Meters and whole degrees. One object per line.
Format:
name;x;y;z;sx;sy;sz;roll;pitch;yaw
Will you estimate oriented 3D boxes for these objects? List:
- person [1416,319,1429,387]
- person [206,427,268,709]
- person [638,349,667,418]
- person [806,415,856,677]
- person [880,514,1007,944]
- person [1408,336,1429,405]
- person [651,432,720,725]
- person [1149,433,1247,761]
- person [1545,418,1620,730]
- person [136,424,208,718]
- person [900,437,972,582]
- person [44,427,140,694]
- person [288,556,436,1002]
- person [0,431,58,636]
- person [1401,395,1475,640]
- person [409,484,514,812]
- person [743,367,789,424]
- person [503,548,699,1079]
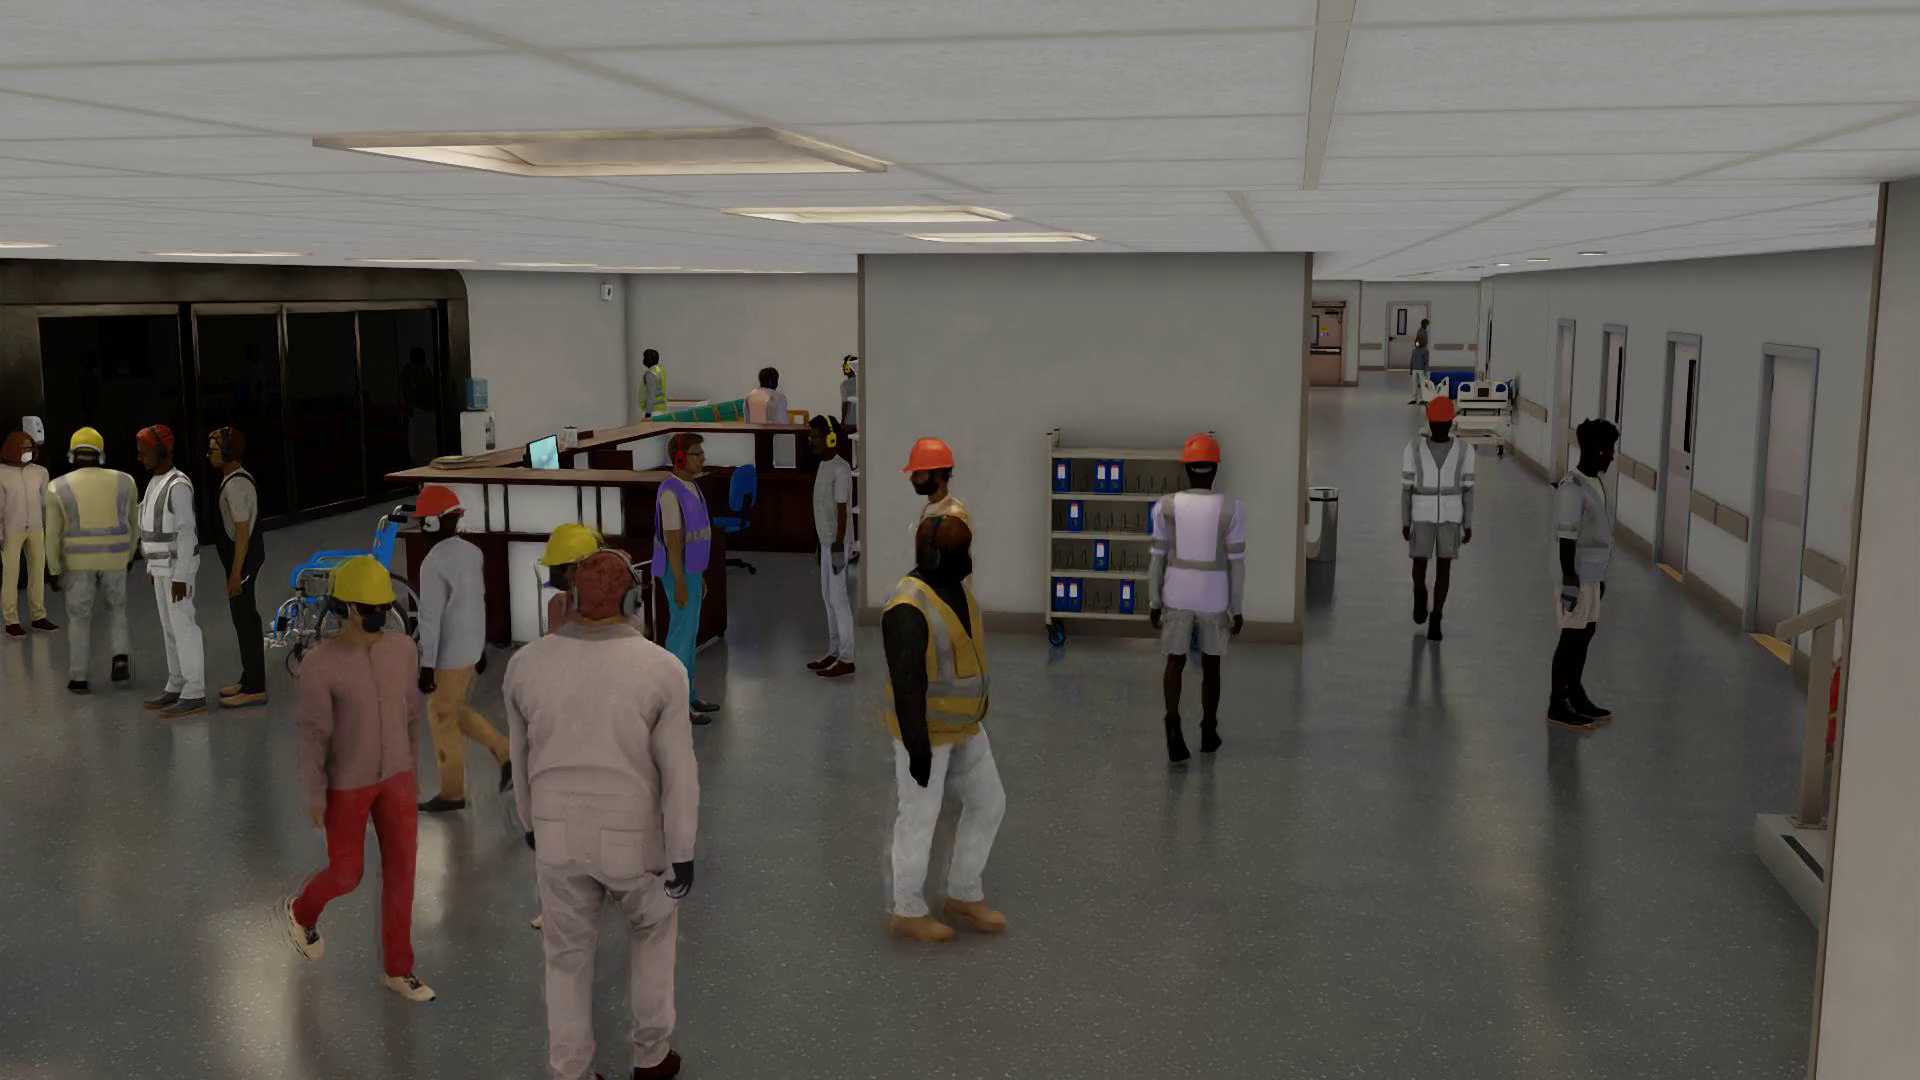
person;12.969;-5.241;46.658;0.387;1.927;0.636;3;9;16
person;-4.759;0.177;10.948;0.340;1.845;0.513;-3;9;-21
person;-4.676;-1.979;25.279;0.429;1.844;0.625;0;9;3
person;-0.919;0.042;11.824;0.326;1.858;0.508;-3;9;-20
person;-0.028;0.798;6.912;0.606;1.820;0.664;4;10;26
person;10.915;-4.028;39.561;0.279;1.633;0.500;-6;11;-36
person;-1.756;0.234;10.570;0.389;1.849;0.567;0;9;2
person;1.375;0.339;9.645;0.552;1.919;0.745;2;9;16
person;3.895;0.206;10.409;0.384;1.953;0.618;6;11;36
person;-5.085;0.194;10.702;0.355;1.887;0.574;-7;11;-40
person;-0.146;0.385;9.318;0.404;1.920;0.574;-2;9;-15
person;-5.922;0.132;11.362;0.608;1.806;0.427;-7;11;-39
person;-2.353;0.909;6.464;0.662;1.749;0.521;6;11;37
person;-7.450;-0.055;13.239;0.285;1.627;0.504;5;10;29
person;3.766;-0.185;13.120;0.553;1.917;0.520;2;9;13
person;-2.614;0.574;8.689;0.498;1.732;0.566;0;9;3
person;-2.227;-1.090;19.381;0.624;1.844;0.430;6;10;35
person;-1.184;0.968;5.590;0.680;1.883;0.633;1;9;4
